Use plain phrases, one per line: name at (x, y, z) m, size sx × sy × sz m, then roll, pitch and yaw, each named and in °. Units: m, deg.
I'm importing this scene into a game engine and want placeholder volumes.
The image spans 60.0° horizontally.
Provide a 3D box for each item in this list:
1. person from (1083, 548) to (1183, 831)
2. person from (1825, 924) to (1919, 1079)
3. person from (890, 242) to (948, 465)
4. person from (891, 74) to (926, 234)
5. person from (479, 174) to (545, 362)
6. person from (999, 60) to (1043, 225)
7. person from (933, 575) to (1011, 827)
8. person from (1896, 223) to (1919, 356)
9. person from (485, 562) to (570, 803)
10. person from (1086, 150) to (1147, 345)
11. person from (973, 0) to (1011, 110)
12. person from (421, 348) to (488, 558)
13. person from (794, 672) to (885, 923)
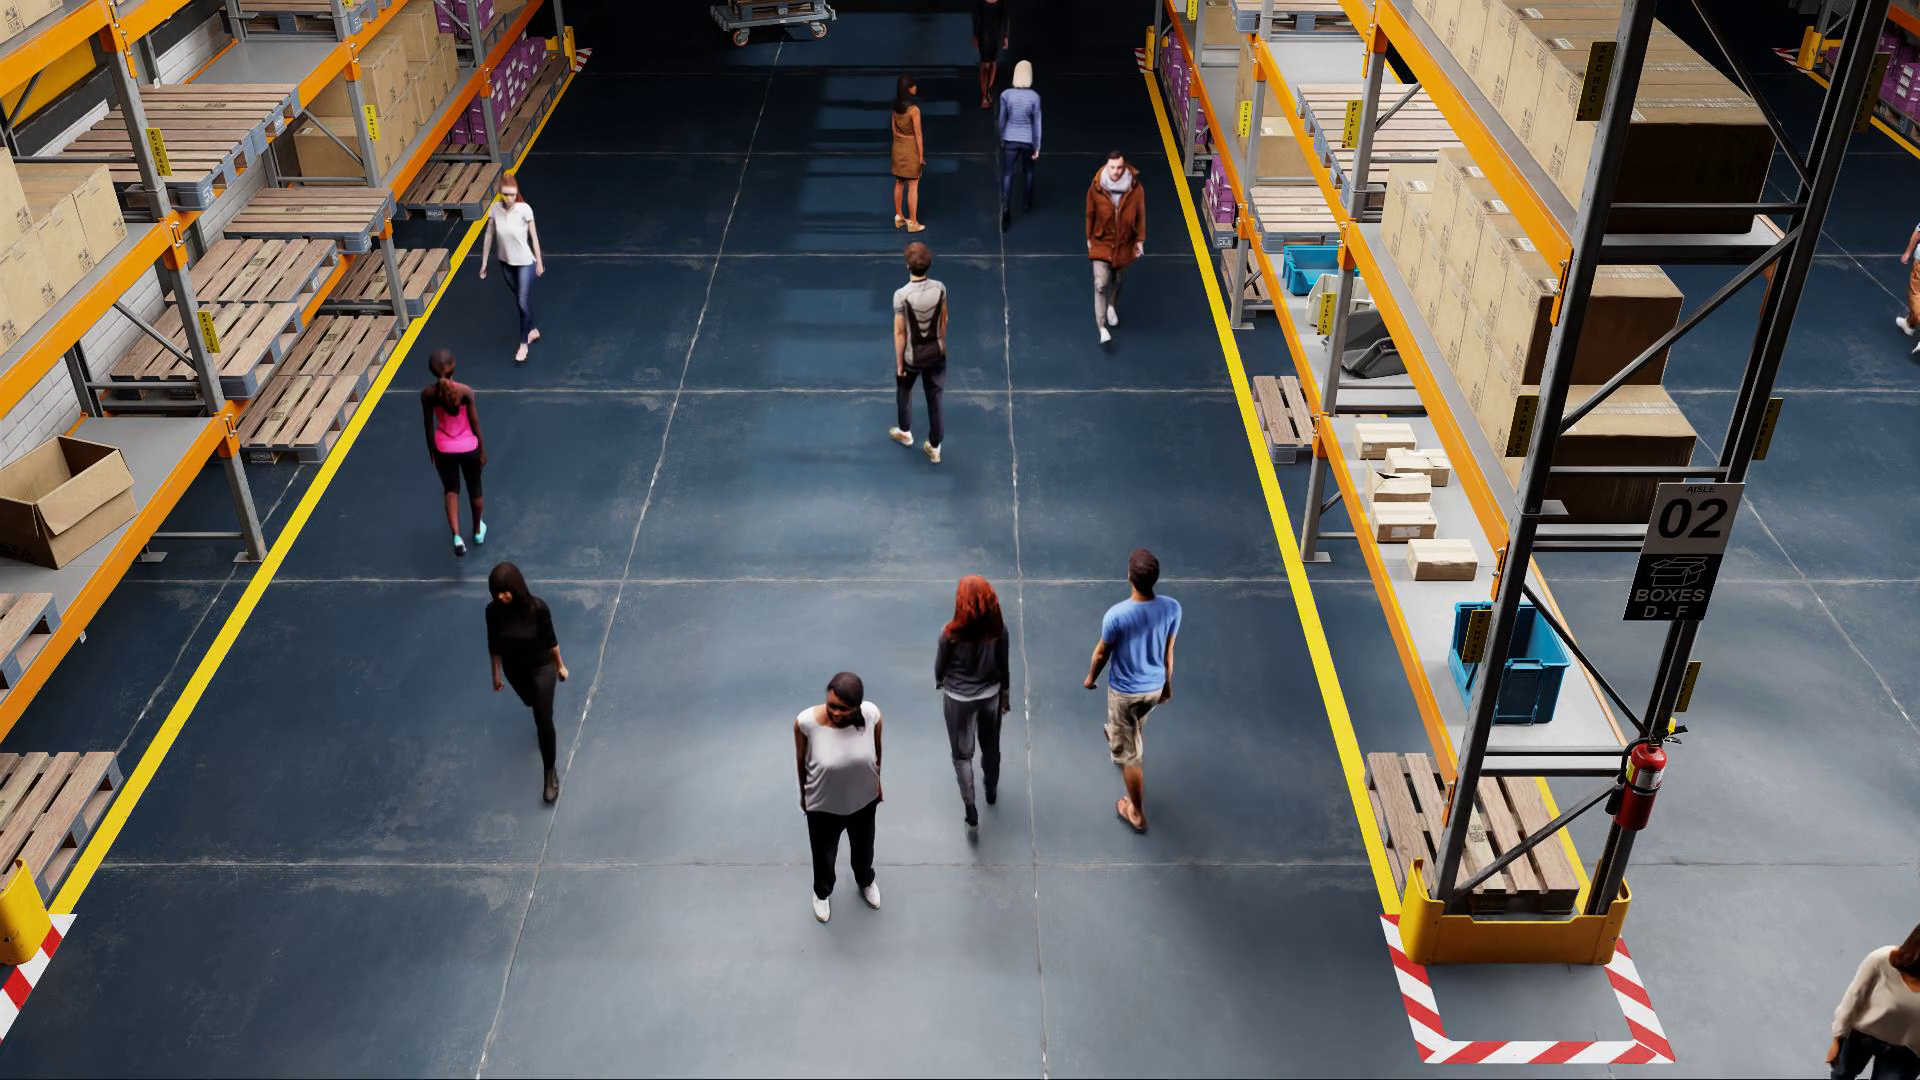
person at (1.093, 0.943, 9.973) m, size 0.911 × 1.831 × 1.206 m, roll -12°, pitch 35°, yaw -17°
person at (4.428, 2.361, 8.013) m, size 0.968 × 1.639 × 1.166 m, roll 18°, pitch 38°, yaw 25°
person at (-0.269, -1.477, 13.577) m, size 0.816 × 1.872 × 0.932 m, roll -10°, pitch 35°, yaw -14°
person at (-0.564, -4.119, 17.720) m, size 0.703 × 1.686 × 0.638 m, roll -28°, pitch 43°, yaw -35°
person at (-4.035, -2.576, 15.372) m, size 0.798 × 1.716 × 0.942 m, roll 12°, pitch 36°, yaw 18°
person at (0.618, -4.265, 17.908) m, size 0.781 × 1.720 × 1.118 m, roll 6°, pitch 34°, yaw 9°
person at (0.077, 1.005, 9.941) m, size 0.693 × 1.765 × 0.854 m, roll -4°, pitch 34°, yaw -5°
person at (9.035, -2.587, 15.315) m, size 0.694 × 1.797 × 1.103 m, roll -1°, pitch 34°, yaw -2°
person at (-2.700, 0.761, 10.457) m, size 0.609 × 1.599 × 1.051 m, roll -1°, pitch 34°, yaw -1°
person at (1.436, -2.792, 15.632) m, size 0.773 × 1.788 × 1.123 m, roll -3°, pitch 34°, yaw -5°
person at (0.380, -6.409, 21.153) m, size 0.681 × 1.700 × 0.830 m, roll -6°, pitch 34°, yaw -8°
person at (-3.761, -0.613, 12.425) m, size 0.636 × 1.709 × 0.935 m, roll -5°, pitch 34°, yaw -7°
person at (-0.657, 1.421, 9.387) m, size 0.714 × 1.685 × 0.695 m, roll -8°, pitch 34°, yaw -12°
